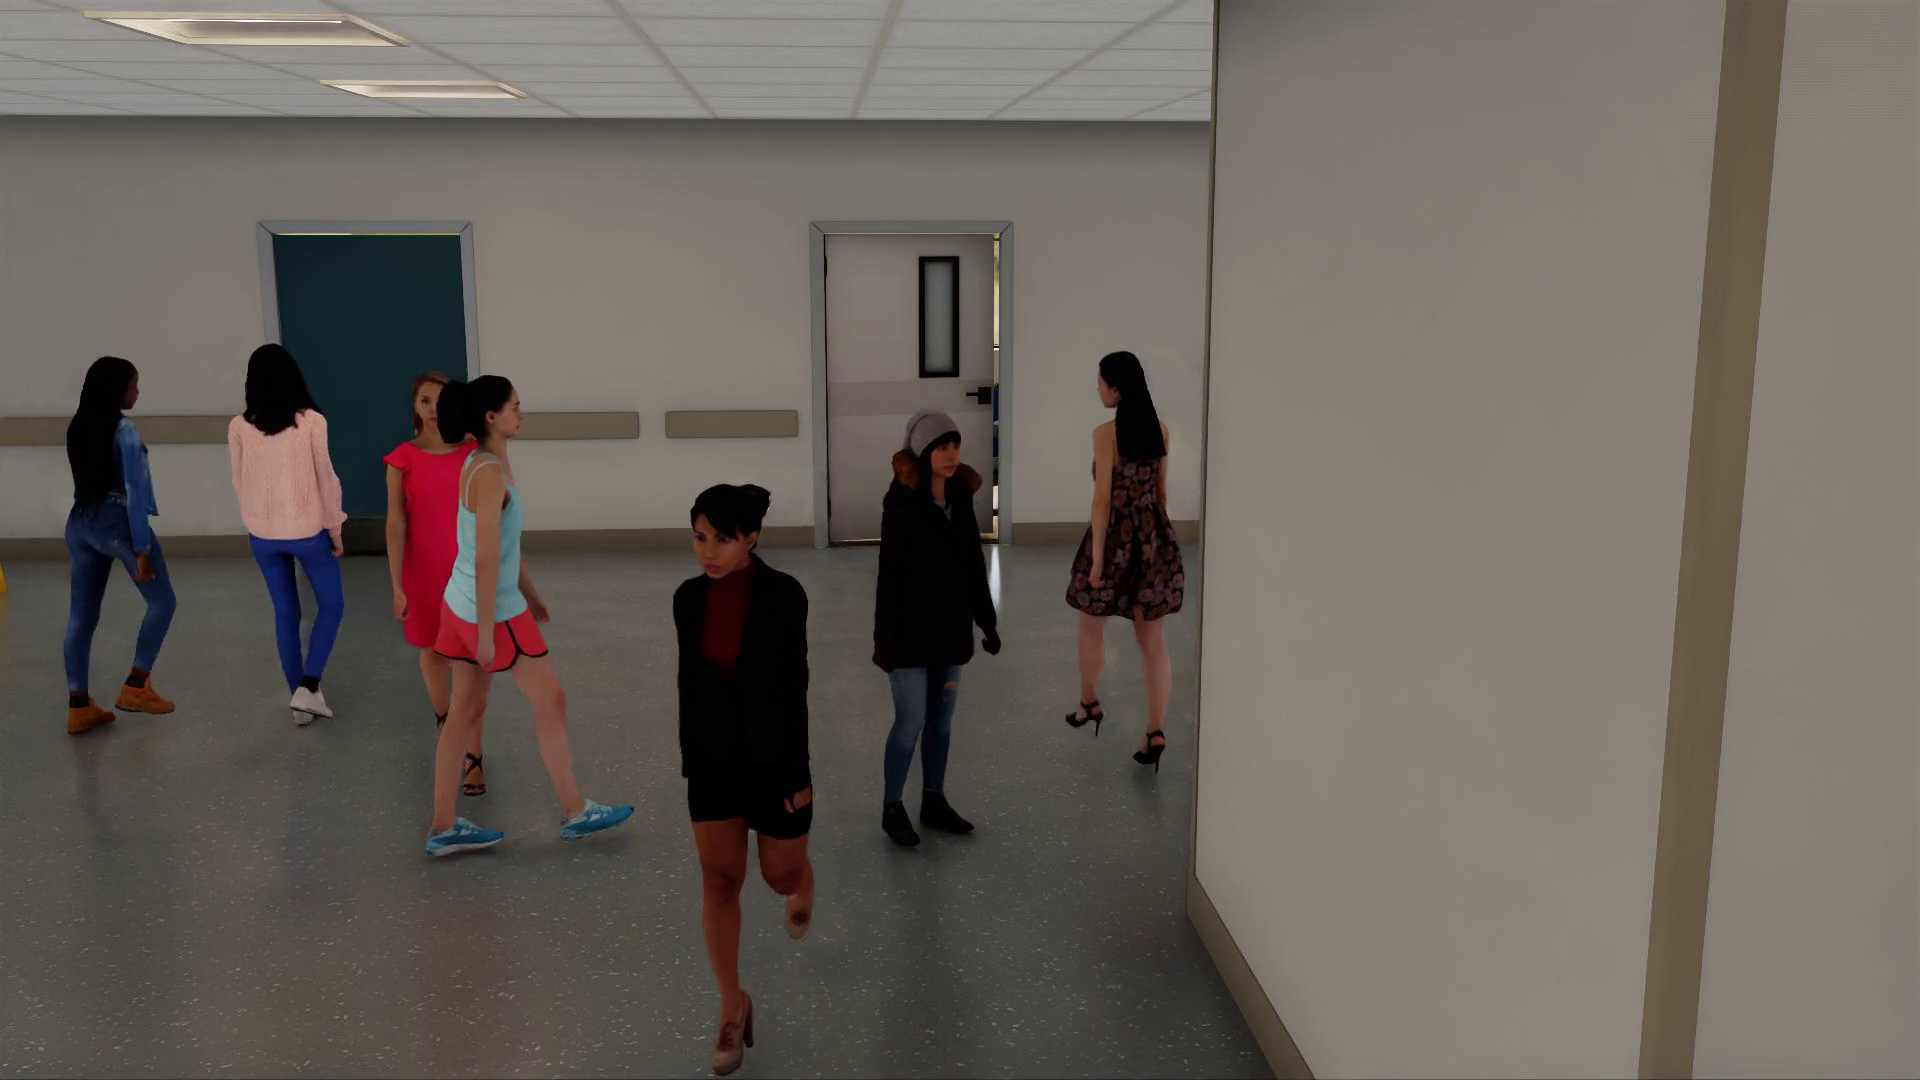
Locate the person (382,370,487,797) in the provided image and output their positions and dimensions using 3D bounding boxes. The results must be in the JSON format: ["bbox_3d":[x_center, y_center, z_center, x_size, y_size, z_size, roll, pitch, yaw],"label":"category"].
[{"bbox_3d":[-2.137,0.167,6.861,1.058,1.673,0.828,-4,11,-19],"label":"person"}]

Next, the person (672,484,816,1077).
[{"bbox_3d":[-0.550,0.639,4.561,0.905,1.604,0.749,2,11,10],"label":"person"}]

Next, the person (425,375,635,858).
[{"bbox_3d":[-1.776,0.304,5.966,1.065,1.738,0.853,-6,12,-28],"label":"person"}]

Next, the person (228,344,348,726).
[{"bbox_3d":[-3.041,0.010,7.458,0.726,1.758,0.751,1,11,4],"label":"person"}]

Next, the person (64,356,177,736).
[{"bbox_3d":[-3.864,0.046,7.448,0.808,1.692,0.920,3,11,15],"label":"person"}]

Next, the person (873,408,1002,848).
[{"bbox_3d":[-0.130,0.320,6.167,0.848,1.631,0.758,10,14,41],"label":"person"}]

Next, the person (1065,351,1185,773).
[{"bbox_3d":[0.761,0.116,6.949,0.996,1.740,0.963,-6,12,-30],"label":"person"}]
